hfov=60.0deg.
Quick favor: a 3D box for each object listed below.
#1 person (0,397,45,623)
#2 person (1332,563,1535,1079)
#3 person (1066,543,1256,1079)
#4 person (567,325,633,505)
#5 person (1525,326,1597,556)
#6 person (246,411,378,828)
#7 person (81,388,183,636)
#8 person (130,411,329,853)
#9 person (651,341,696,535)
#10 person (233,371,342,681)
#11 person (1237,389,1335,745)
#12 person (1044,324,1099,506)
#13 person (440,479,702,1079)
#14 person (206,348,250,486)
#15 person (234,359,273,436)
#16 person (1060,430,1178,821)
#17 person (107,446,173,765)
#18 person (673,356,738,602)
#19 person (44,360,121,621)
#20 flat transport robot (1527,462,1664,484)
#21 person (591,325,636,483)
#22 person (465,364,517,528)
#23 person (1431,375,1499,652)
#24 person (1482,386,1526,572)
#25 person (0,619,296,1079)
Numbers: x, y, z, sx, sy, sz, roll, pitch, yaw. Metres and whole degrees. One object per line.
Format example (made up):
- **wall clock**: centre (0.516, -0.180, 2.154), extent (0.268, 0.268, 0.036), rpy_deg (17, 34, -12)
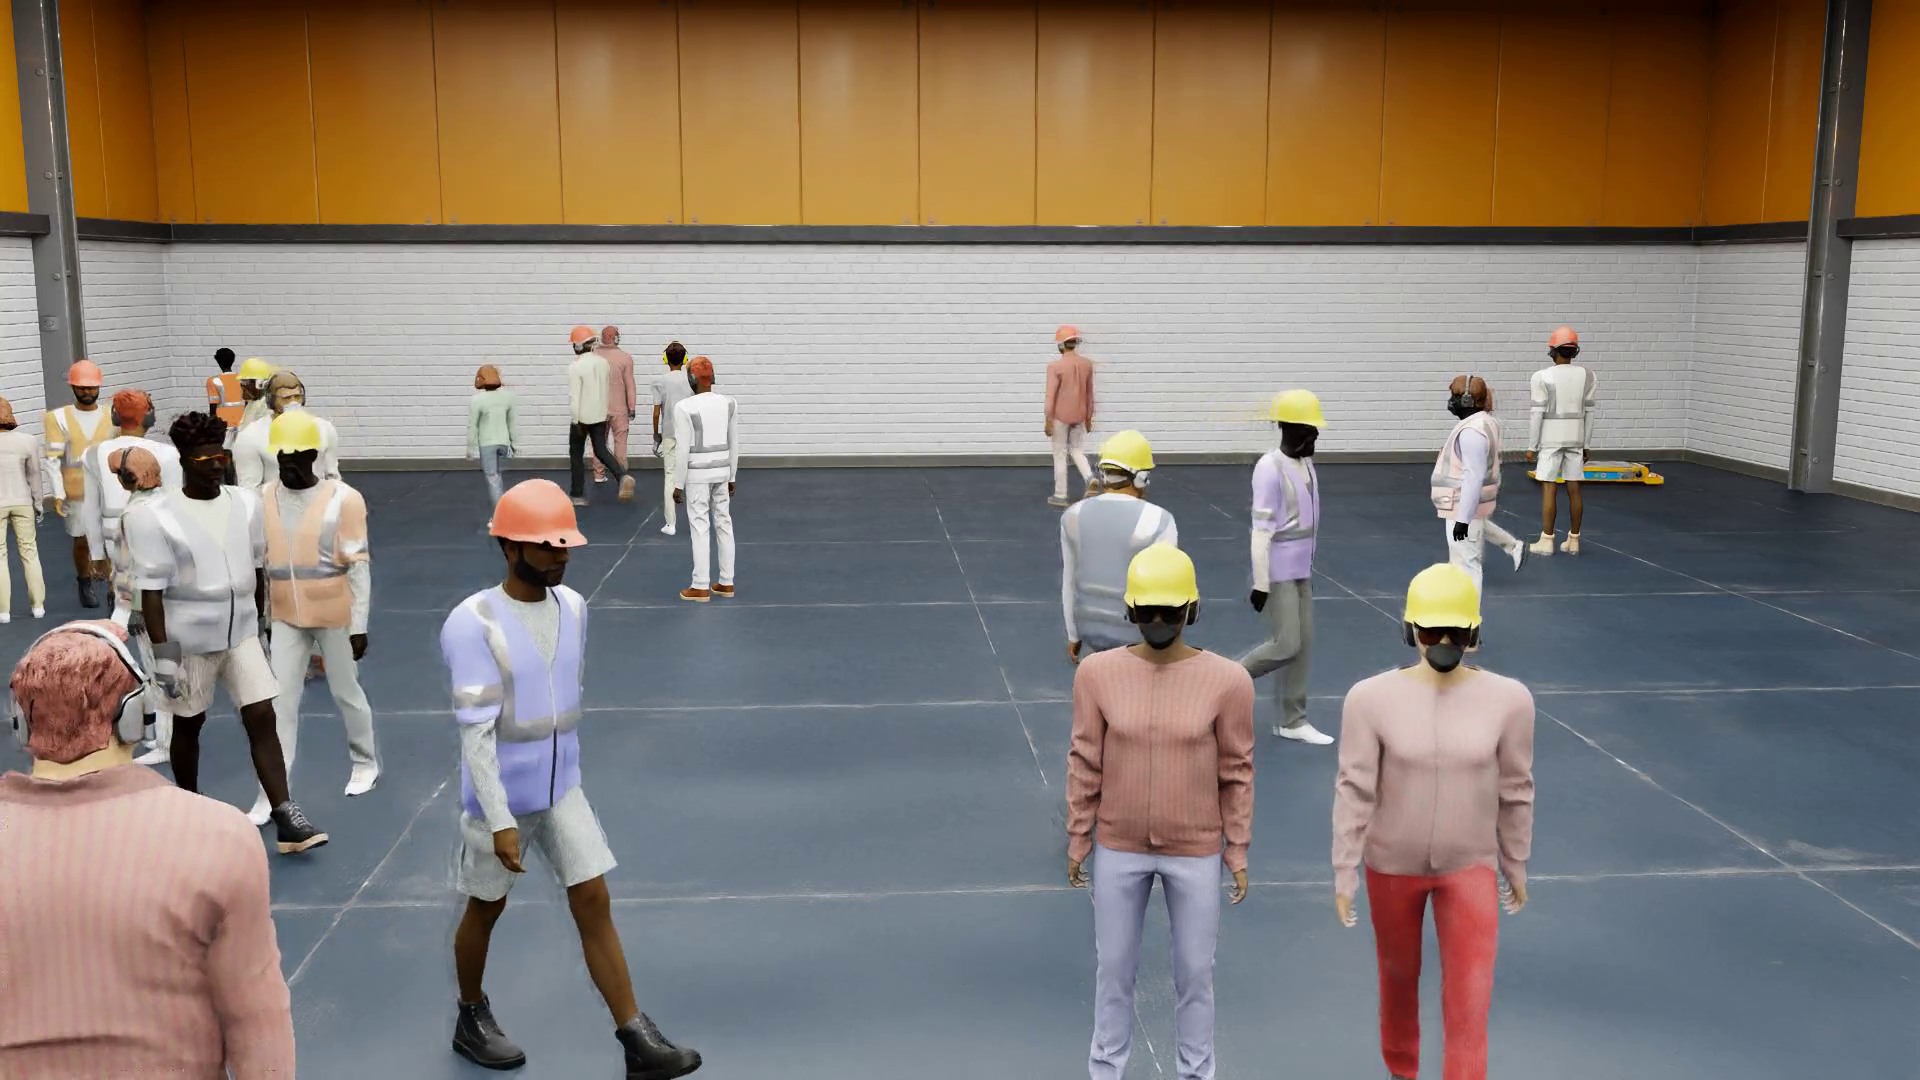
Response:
- **person**: centre (-6.893, -0.221, 12.018), extent (0.266, 1.631, 0.507), rpy_deg (9, 13, 44)
- **person**: centre (1.303, 0.919, 4.583), extent (0.546, 1.719, 0.902), rpy_deg (2, 9, 11)
- **person**: centre (0.559, 0.877, 4.716), extent (0.535, 1.766, 0.321), rpy_deg (2, 9, 14)
- **person**: centre (-3.958, -1.335, 17.953), extent (0.827, 1.971, 0.620), rpy_deg (6, 11, 34)
- **person**: centre (5.347, -0.877, 14.858), extent (0.609, 2.044, 0.394), rpy_deg (-1, 9, -7)
- **person**: centre (-3.037, 0.340, 7.739), extent (0.607, 1.880, 0.902), rpy_deg (1, 9, 8)
- **person**: centre (-4.711, 0.067, 9.490), extent (0.584, 1.865, 0.658), rpy_deg (0, 9, 2)
- **person**: centre (-3.122, 0.421, 7.072), extent (0.952, 1.920, 0.623), rpy_deg (6, 11, 35)
- **person**: centre (-2.721, -0.984, 16.070), extent (0.512, 1.872, 0.328), rpy_deg (-3, 9, -17)
- **person**: centre (-4.035, -0.064, 10.130), extent (0.661, 1.918, 0.583), rpy_deg (-8, 12, -42)
- **person**: centre (1.693, 0.146, 8.866), extent (0.591, 1.912, 0.588), rpy_deg (6, 11, 31)
- **person**: centre (1.194, -1.331, 17.905), extent (0.634, 1.978, 0.617), rpy_deg (-6, 11, -34)
- **person**: centre (-1.252, 0.763, 5.040), extent (0.989, 1.884, 0.553), rpy_deg (7, 11, 37)
- **person**: centre (-8.128, -1.293, 18.539), extent (0.317, 1.698, 0.540), rpy_deg (6, 11, 35)
- **person**: centre (-5.935, -0.605, 13.907), extent (0.873, 1.792, 0.621), rpy_deg (-8, 12, -40)
- **person**: centre (0.708, 0.409, 7.521), extent (0.595, 1.811, 0.646), rpy_deg (6, 11, 35)
- **person**: centre (-4.147, 0.333, 8.531), extent (0.314, 1.636, 0.517), rpy_deg (-2, 9, -10)
- **person**: centre (-1.956, -0.468, 12.783), extent (0.573, 1.887, 0.356), rpy_deg (-9, 13, -44)
- **person**: centre (-6.398, -0.381, 12.229), extent (0.551, 1.902, 0.947), rpy_deg (-5, 11, -30)
- **flat transport robot**: centre (7.651, -0.821, 20.054), extent (1.431, 0.197, 0.652), rpy_deg (1, 9, 5)
- **person**: centre (-4.180, -1.621, 19.992), extent (0.643, 1.903, 0.402), rpy_deg (2, 9, 12)
- **person**: centre (-4.682, -0.927, 16.475), extent (0.557, 1.614, 0.523), rpy_deg (7, 12, 39)
- **person**: centre (3.360, -0.180, 11.109), extent (0.429, 1.842, 0.636), rpy_deg (3, 10, 20)
- **person**: centre (4.293, -0.452, 13.486), extent (0.602, 1.621, 0.527), rpy_deg (2, 9, 10)
- **person**: centre (-1.542, 1.086, 3.012), extent (0.651, 1.889, 0.602), rpy_deg (-1, 9, -7)
